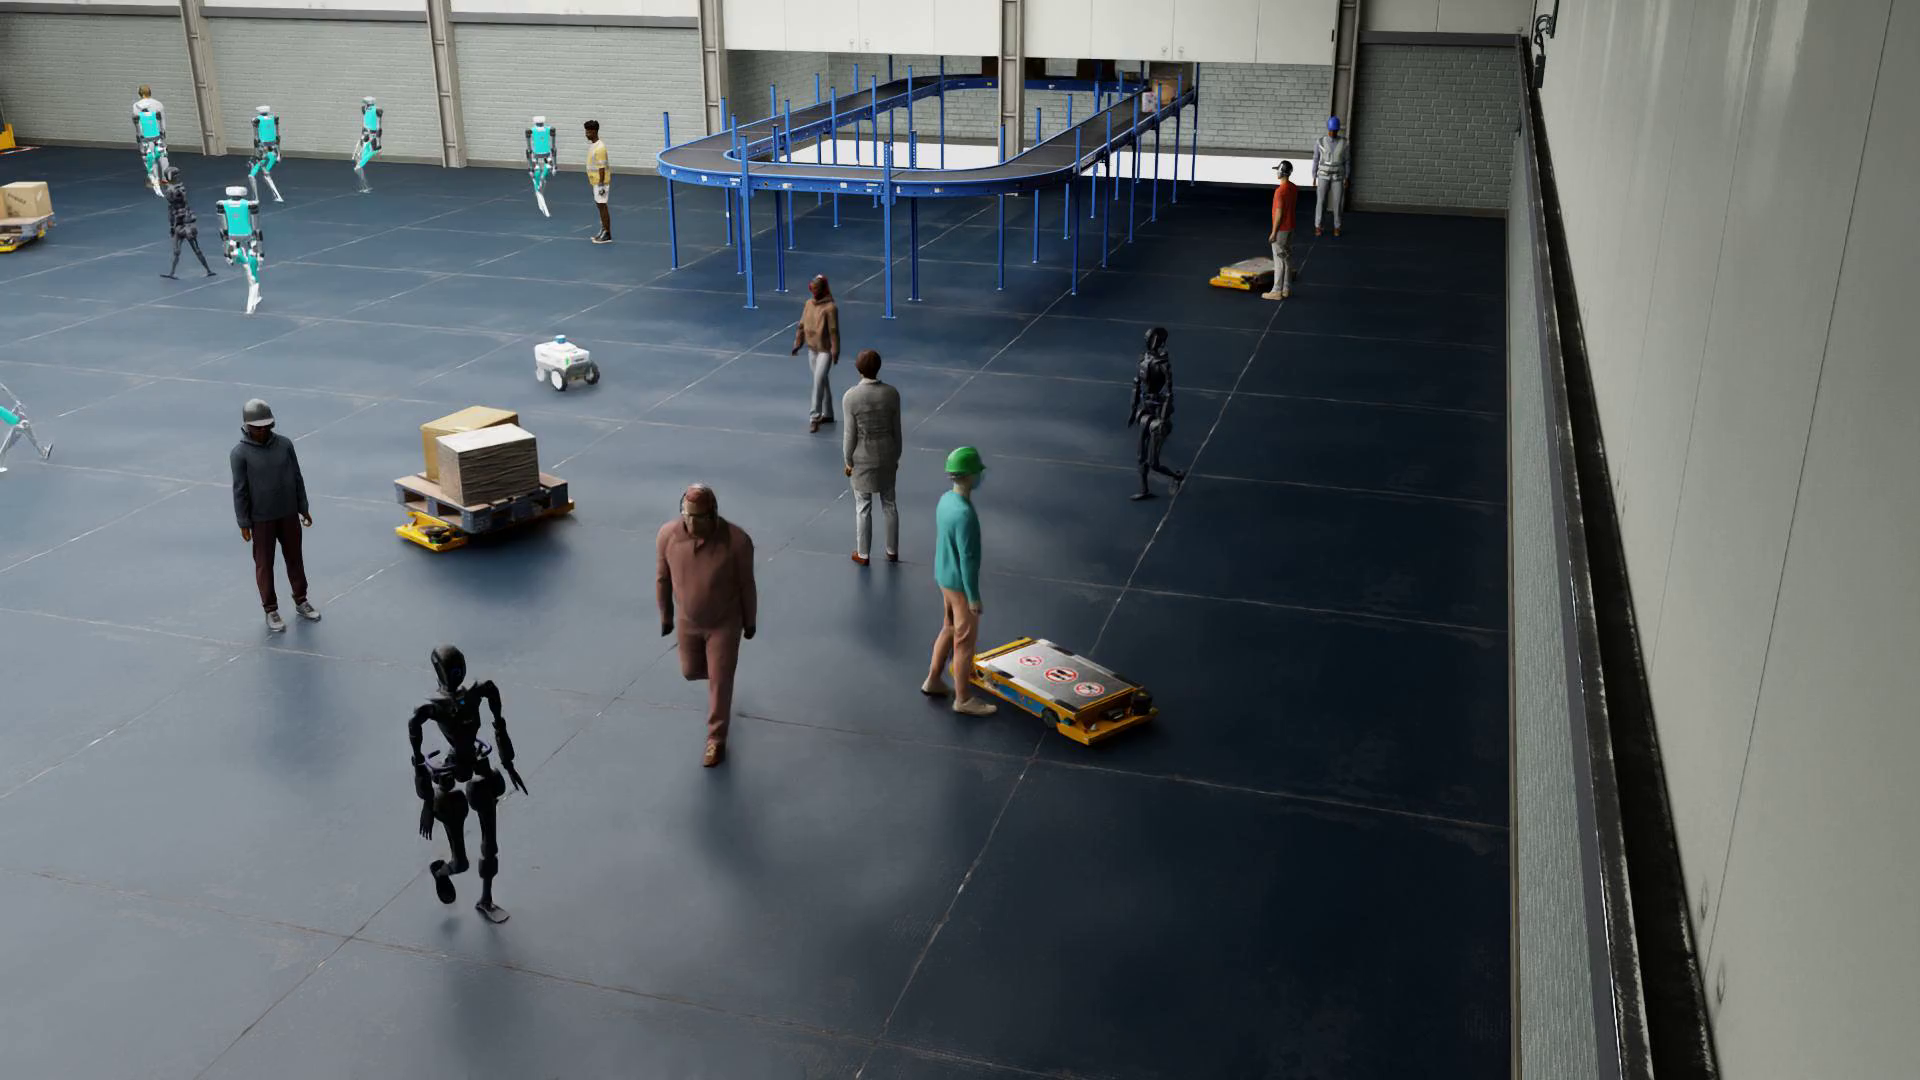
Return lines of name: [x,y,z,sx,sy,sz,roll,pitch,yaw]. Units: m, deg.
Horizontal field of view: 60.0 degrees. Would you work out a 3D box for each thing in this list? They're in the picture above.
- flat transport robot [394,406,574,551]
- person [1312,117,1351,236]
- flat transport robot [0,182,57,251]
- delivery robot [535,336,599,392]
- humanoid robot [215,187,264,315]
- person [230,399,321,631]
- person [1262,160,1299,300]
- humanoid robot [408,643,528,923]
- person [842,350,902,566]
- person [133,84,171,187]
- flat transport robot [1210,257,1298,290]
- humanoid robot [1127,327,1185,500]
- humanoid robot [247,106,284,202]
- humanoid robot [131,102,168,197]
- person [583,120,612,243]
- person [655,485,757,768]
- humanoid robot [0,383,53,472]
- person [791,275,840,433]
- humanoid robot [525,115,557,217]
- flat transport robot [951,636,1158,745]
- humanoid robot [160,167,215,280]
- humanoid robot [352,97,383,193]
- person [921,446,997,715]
flat transport robot: [-4.209,-0.235,14.788,0.659,0.231,1.431,17,27,38]
person: [6.100,-5.982,27.387,0.616,1.932,0.416,3,21,7]
flat transport robot: [-15.367,-4.873,26.818,0.659,0.231,1.431,-3,21,-7]
delivery robot: [-4.553,-2.053,19.070,0.747,0.570,0.499,20,29,41]
humanoid robot: [-9.520,-3.882,22.258,0.548,1.753,1.037,-2,21,-6]
person: [-5.194,-0.204,12.573,0.380,1.806,0.548,20,29,41]
person: [4.437,-4.291,23.029,0.396,1.912,0.474,17,27,37]
humanoid robot: [-2.675,1.273,8.934,0.469,1.644,0.612,19,28,41]
person: [-0.726,-0.679,13.774,0.503,1.829,0.365,-7,22,-17]
person: [-15.586,-7.792,32.090,0.369,1.934,0.628,11,23,26]
flat transport robot: [4.301,-3.885,24.255,0.659,0.231,1.431,16,26,36]
humanoid robot: [1.832,-1.167,15.248,0.516,1.636,0.601,-11,24,-26]
humanoid robot: [-12.805,-7.041,30.461,0.802,1.802,0.532,13,24,30]
humanoid robot: [-15.239,-7.324,31.193,0.901,1.788,0.572,18,28,39]
person: [-5.835,-5.794,26.863,0.375,1.958,0.602,-8,22,-19]
person: [-1.611,0.458,10.768,0.661,1.870,0.808,4,21,10]
humanoid robot: [-9.301,-1.513,16.130,0.564,1.816,0.897,17,27,37]
person: [-1.499,-1.964,17.373,0.546,1.633,0.466,19,28,41]
humanoid robot: [-7.444,-6.624,29.343,0.536,1.765,0.979,-11,24,-26]
flat transport robot: [0.636,1.010,11.559,0.659,0.231,1.431,-17,27,-37]
humanoid robot: [-11.349,-4.602,24.221,0.592,1.627,0.772,15,26,34]
humanoid robot: [-11.266,-7.435,31.449,0.547,1.795,0.786,14,25,31]
person: [-0.011,0.285,11.237,0.450,1.871,0.582,-7,22,-17]
